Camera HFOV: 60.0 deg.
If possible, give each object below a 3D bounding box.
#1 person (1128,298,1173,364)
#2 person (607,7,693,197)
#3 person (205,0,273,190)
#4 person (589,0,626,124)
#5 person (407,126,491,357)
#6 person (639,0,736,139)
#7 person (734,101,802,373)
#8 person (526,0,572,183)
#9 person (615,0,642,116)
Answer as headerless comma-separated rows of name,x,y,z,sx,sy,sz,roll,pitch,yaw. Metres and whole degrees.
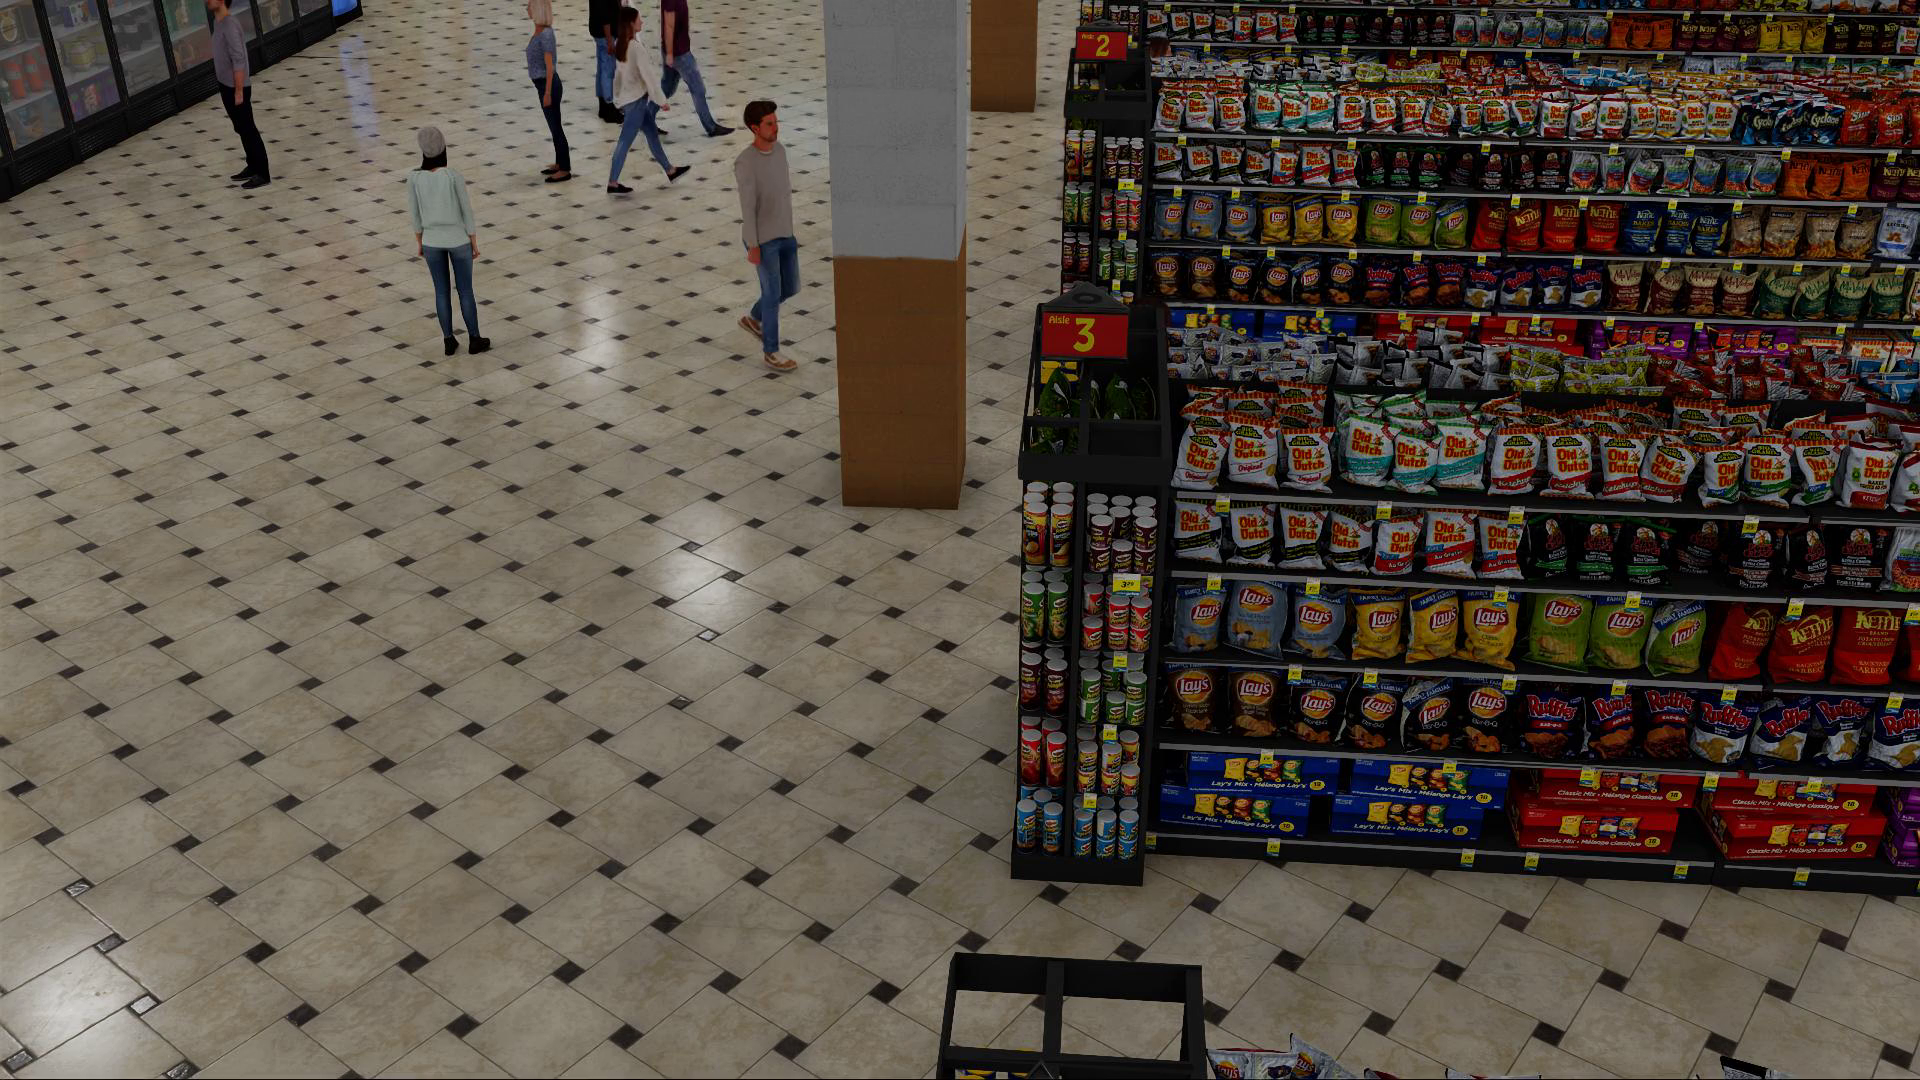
person,1.037,-0.365,8.449,1.255,1.748,0.839,-5,29,-9
person,-3.020,-3.911,15.058,1.198,1.640,1.049,-16,32,-26
person,-6.706,-4.215,15.405,0.775,1.841,0.731,-20,34,-32
person,-3.750,-5.276,17.493,0.677,1.702,0.657,-12,31,-21
person,-3.633,-2.117,11.766,0.459,1.644,0.659,-1,29,-2
person,-2.936,-4.904,16.711,1.271,1.798,0.901,-5,29,-9
person,-1.385,-2.101,11.484,0.921,1.887,0.838,15,32,25
person,-3.845,-4.240,15.574,0.629,1.722,0.649,-8,30,-14
person,-3.542,-5.278,17.646,0.601,1.558,0.682,22,36,35
